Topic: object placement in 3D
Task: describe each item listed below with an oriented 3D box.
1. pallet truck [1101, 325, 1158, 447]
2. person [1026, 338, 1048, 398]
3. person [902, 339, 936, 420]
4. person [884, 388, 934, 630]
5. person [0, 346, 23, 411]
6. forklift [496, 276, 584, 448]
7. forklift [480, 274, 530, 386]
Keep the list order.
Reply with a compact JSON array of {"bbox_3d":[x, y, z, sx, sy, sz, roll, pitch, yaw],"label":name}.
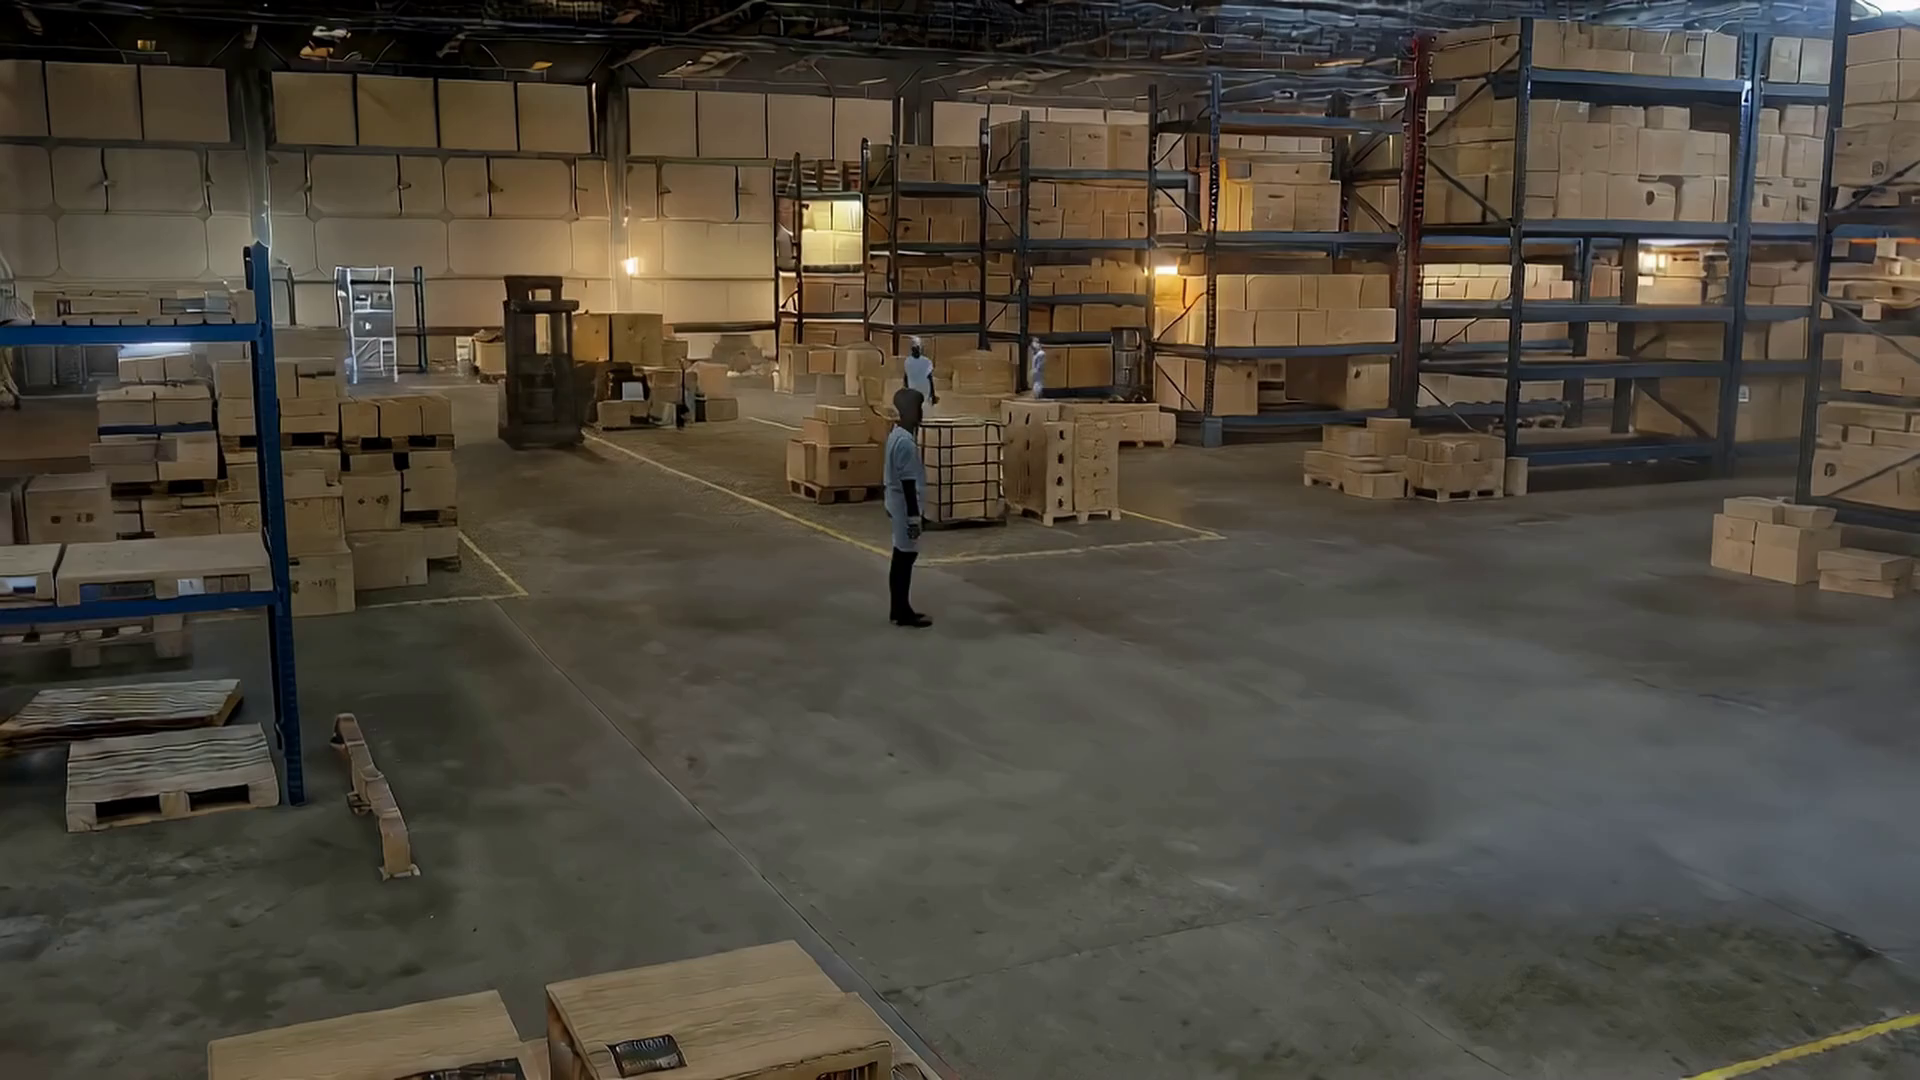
[{"bbox_3d":[2.881,-2.596,27.923,0.823,1.965,1.885,-1,9,-7],"label":"pallet truck"},{"bbox_3d":[1.427,-3.079,32.109,0.672,1.611,0.544,-4,10,-25],"label":"person"},{"bbox_3d":[-0.726,-2.338,26.868,0.551,1.818,0.994,6,11,34],"label":"person"},{"bbox_3d":[-0.431,-0.255,13.496,0.362,1.965,0.609,-2,9,-12],"label":"person"},{"bbox_3d":[-19.982,-3.622,34.584,0.692,1.893,0.771,2,9,10],"label":"person"},{"bbox_3d":[-7.126,-3.031,27.889,1.129,2.768,1.873,-4,10,-25],"label":"forklift"},{"bbox_3d":[-11.254,-5.376,42.441,1.873,2.768,1.129,-4,10,-25],"label":"forklift"}]
